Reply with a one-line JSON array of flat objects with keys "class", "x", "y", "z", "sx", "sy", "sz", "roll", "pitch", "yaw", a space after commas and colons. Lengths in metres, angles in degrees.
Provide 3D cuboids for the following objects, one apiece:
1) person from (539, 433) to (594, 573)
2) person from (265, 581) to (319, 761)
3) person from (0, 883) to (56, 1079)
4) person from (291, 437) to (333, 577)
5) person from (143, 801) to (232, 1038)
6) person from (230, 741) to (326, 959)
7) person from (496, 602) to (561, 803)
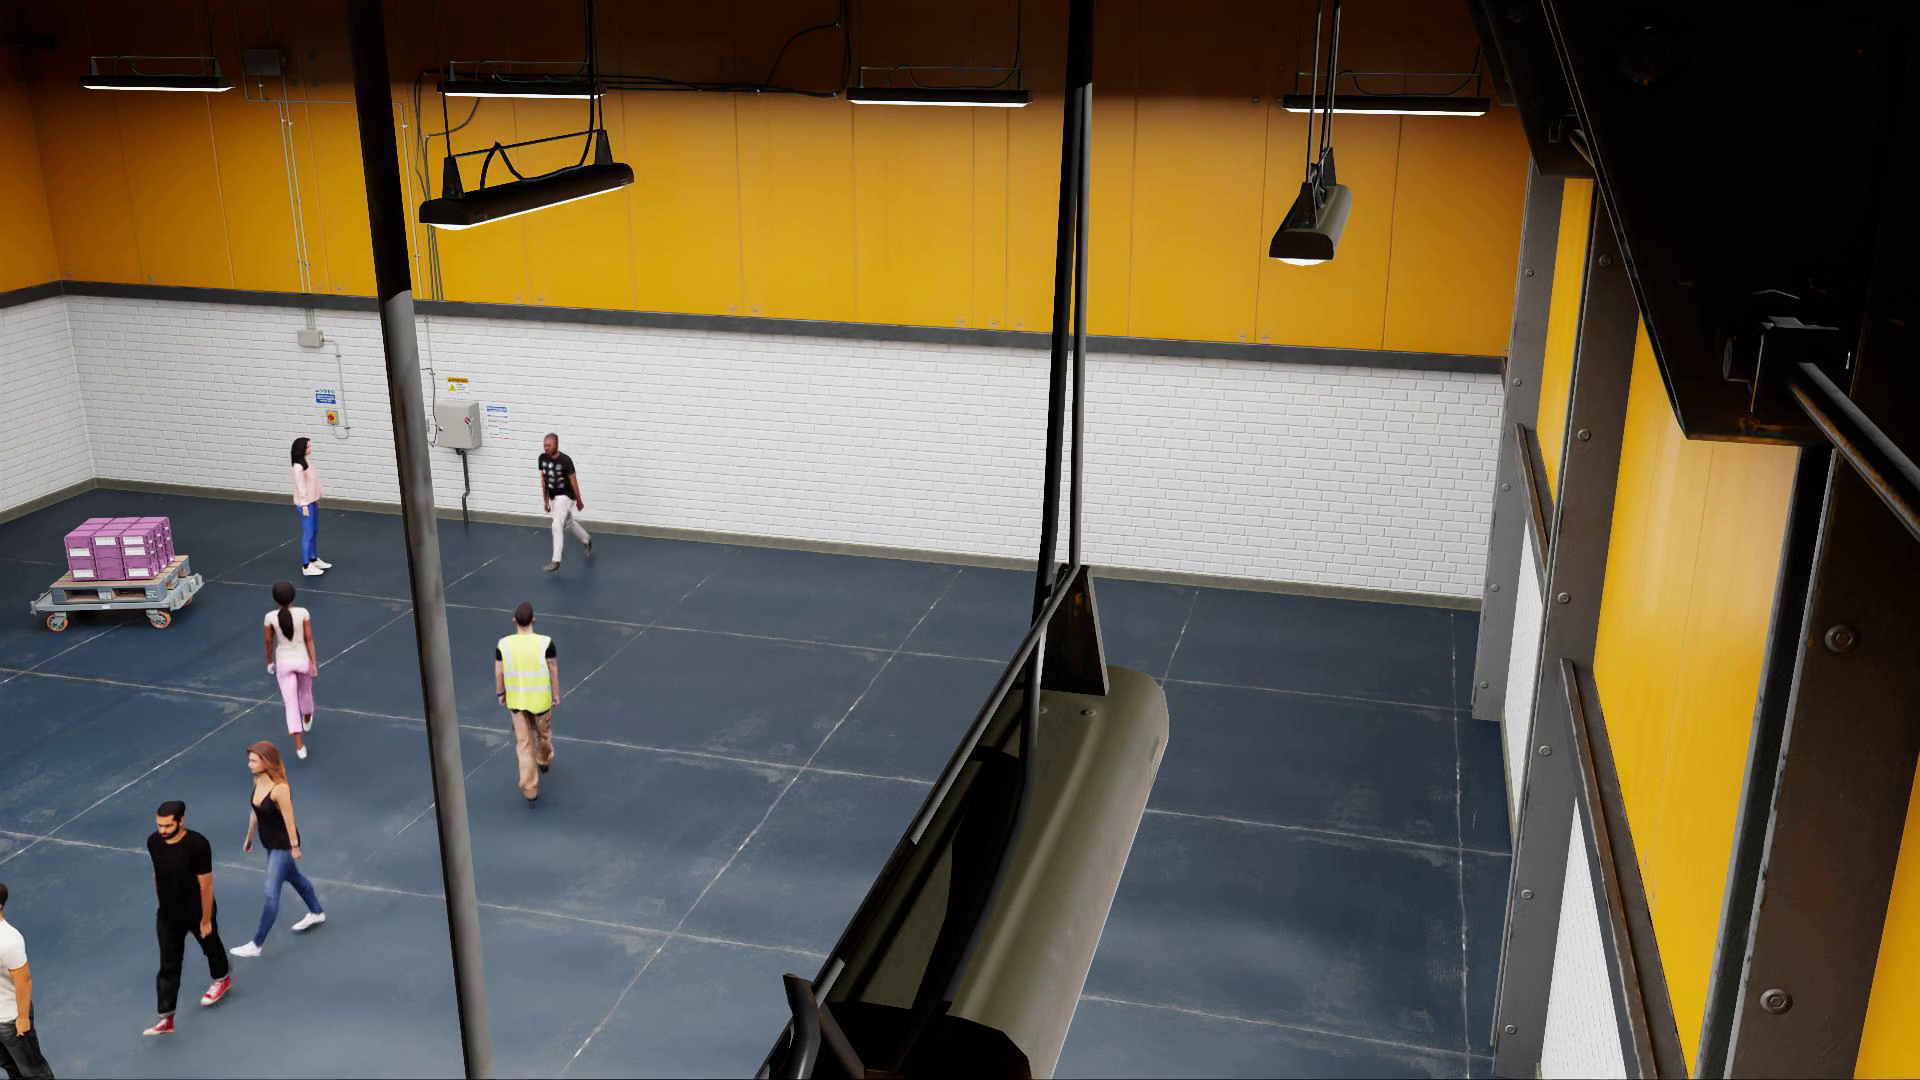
[{"class": "person", "x": -4.963, "y": -0.513, "z": 21.022, "sx": 0.848, "sy": 1.742, "sz": 1.301, "roll": 9, "pitch": 21, "yaw": 24}, {"class": "person", "x": -6.344, "y": 1.268, "z": 15.828, "sx": 1.091, "sy": 1.683, "sz": 1.244, "roll": -8, "pitch": 20, "yaw": -22}, {"class": "person", "x": -6.043, "y": 2.974, "z": 10.570, "sx": 0.686, "sy": 1.804, "sz": 0.623, "roll": 10, "pitch": 21, "yaw": 28}, {"class": "person", "x": -8.151, "y": -0.436, "z": 20.758, "sx": 0.755, "sy": 1.766, "sz": 0.597, "roll": -1, "pitch": 19, "yaw": -3}, {"class": "person", "x": -5.441, "y": 2.593, "z": 11.839, "sx": 0.781, "sy": 1.716, "sz": 1.162, "roll": 2, "pitch": 19, "yaw": 6}, {"class": "person", "x": -5.145, "y": 2.304, "z": 12.757, "sx": 0.906, "sy": 1.679, "sz": 1.120, "roll": 17, "pitch": 25, "yaw": 41}, {"class": "person", "x": -3.893, "y": 1.481, "z": 15.011, "sx": 1.080, "sy": 1.801, "sz": 1.284, "roll": -4, "pitch": 19, "yaw": -13}]
